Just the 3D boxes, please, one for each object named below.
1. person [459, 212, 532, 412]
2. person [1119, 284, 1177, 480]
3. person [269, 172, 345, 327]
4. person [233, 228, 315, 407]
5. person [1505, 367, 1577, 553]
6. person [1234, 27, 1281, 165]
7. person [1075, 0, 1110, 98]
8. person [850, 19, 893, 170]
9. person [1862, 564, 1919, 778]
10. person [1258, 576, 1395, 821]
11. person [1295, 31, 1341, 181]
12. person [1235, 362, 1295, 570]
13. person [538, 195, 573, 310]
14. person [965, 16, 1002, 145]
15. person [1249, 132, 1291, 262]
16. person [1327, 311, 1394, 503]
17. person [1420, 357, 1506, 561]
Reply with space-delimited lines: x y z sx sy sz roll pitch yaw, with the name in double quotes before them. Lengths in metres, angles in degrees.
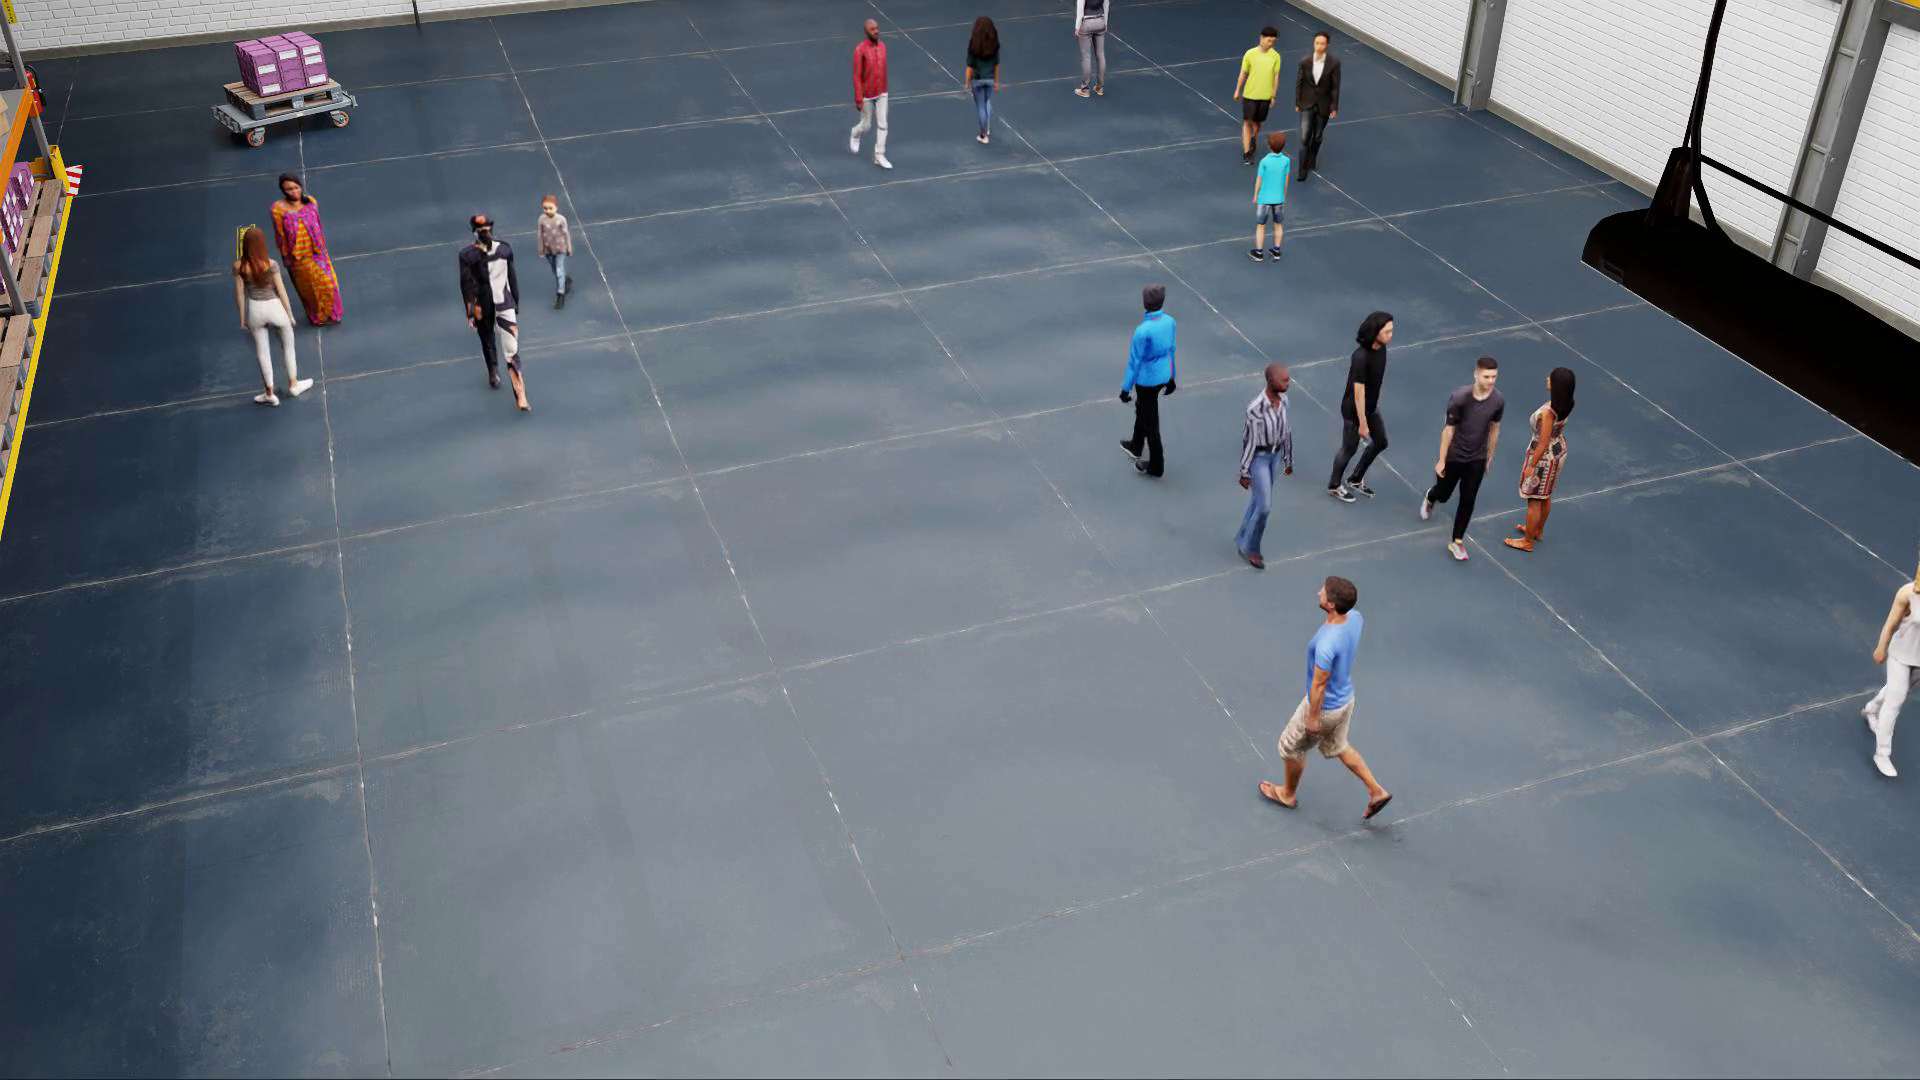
"person" -4.404 -2.184 15.583 0.676 1.846 1.203 -12 36 -18
"person" 1.735 -1.331 14.370 0.844 1.769 0.961 -29 43 -36
"person" -6.695 -2.975 16.945 0.759 1.656 0.837 -23 40 -30
"person" -6.507 -2.071 15.537 0.736 1.709 0.677 -12 35 -17
"person" 4.745 -0.665 13.480 0.710 1.645 0.725 25 41 33
"person" 3.747 -5.640 20.954 0.908 1.657 1.142 1 34 2
"person" 1.824 -7.095 22.890 0.649 1.937 0.559 -12 36 -18
"person" -1.144 -5.587 20.742 0.818 1.804 1.079 -21 39 -28
"person" 6.516 0.728 11.387 0.798 1.641 1.040 0 34 1
"person" 2.447 1.070 10.696 1.194 1.836 1.001 24 40 31
"person" 4.389 -5.354 20.426 1.093 1.764 1.245 9 35 13
"person" 2.352 -0.631 13.304 0.768 1.782 0.772 29 43 36
"person" -4.258 -3.083 17.543 0.716 1.175 0.896 4 34 6
"person" 0.322 -5.888 21.375 0.604 1.604 0.650 -15 36 -21
"person" 3.438 -3.804 18.382 0.541 1.446 0.513 -6 34 -10
"person" 3.316 -1.154 14.060 0.819 1.816 0.782 23 40 30
"person" 4.051 -0.715 13.461 0.815 1.749 1.025 -2 34 -3
